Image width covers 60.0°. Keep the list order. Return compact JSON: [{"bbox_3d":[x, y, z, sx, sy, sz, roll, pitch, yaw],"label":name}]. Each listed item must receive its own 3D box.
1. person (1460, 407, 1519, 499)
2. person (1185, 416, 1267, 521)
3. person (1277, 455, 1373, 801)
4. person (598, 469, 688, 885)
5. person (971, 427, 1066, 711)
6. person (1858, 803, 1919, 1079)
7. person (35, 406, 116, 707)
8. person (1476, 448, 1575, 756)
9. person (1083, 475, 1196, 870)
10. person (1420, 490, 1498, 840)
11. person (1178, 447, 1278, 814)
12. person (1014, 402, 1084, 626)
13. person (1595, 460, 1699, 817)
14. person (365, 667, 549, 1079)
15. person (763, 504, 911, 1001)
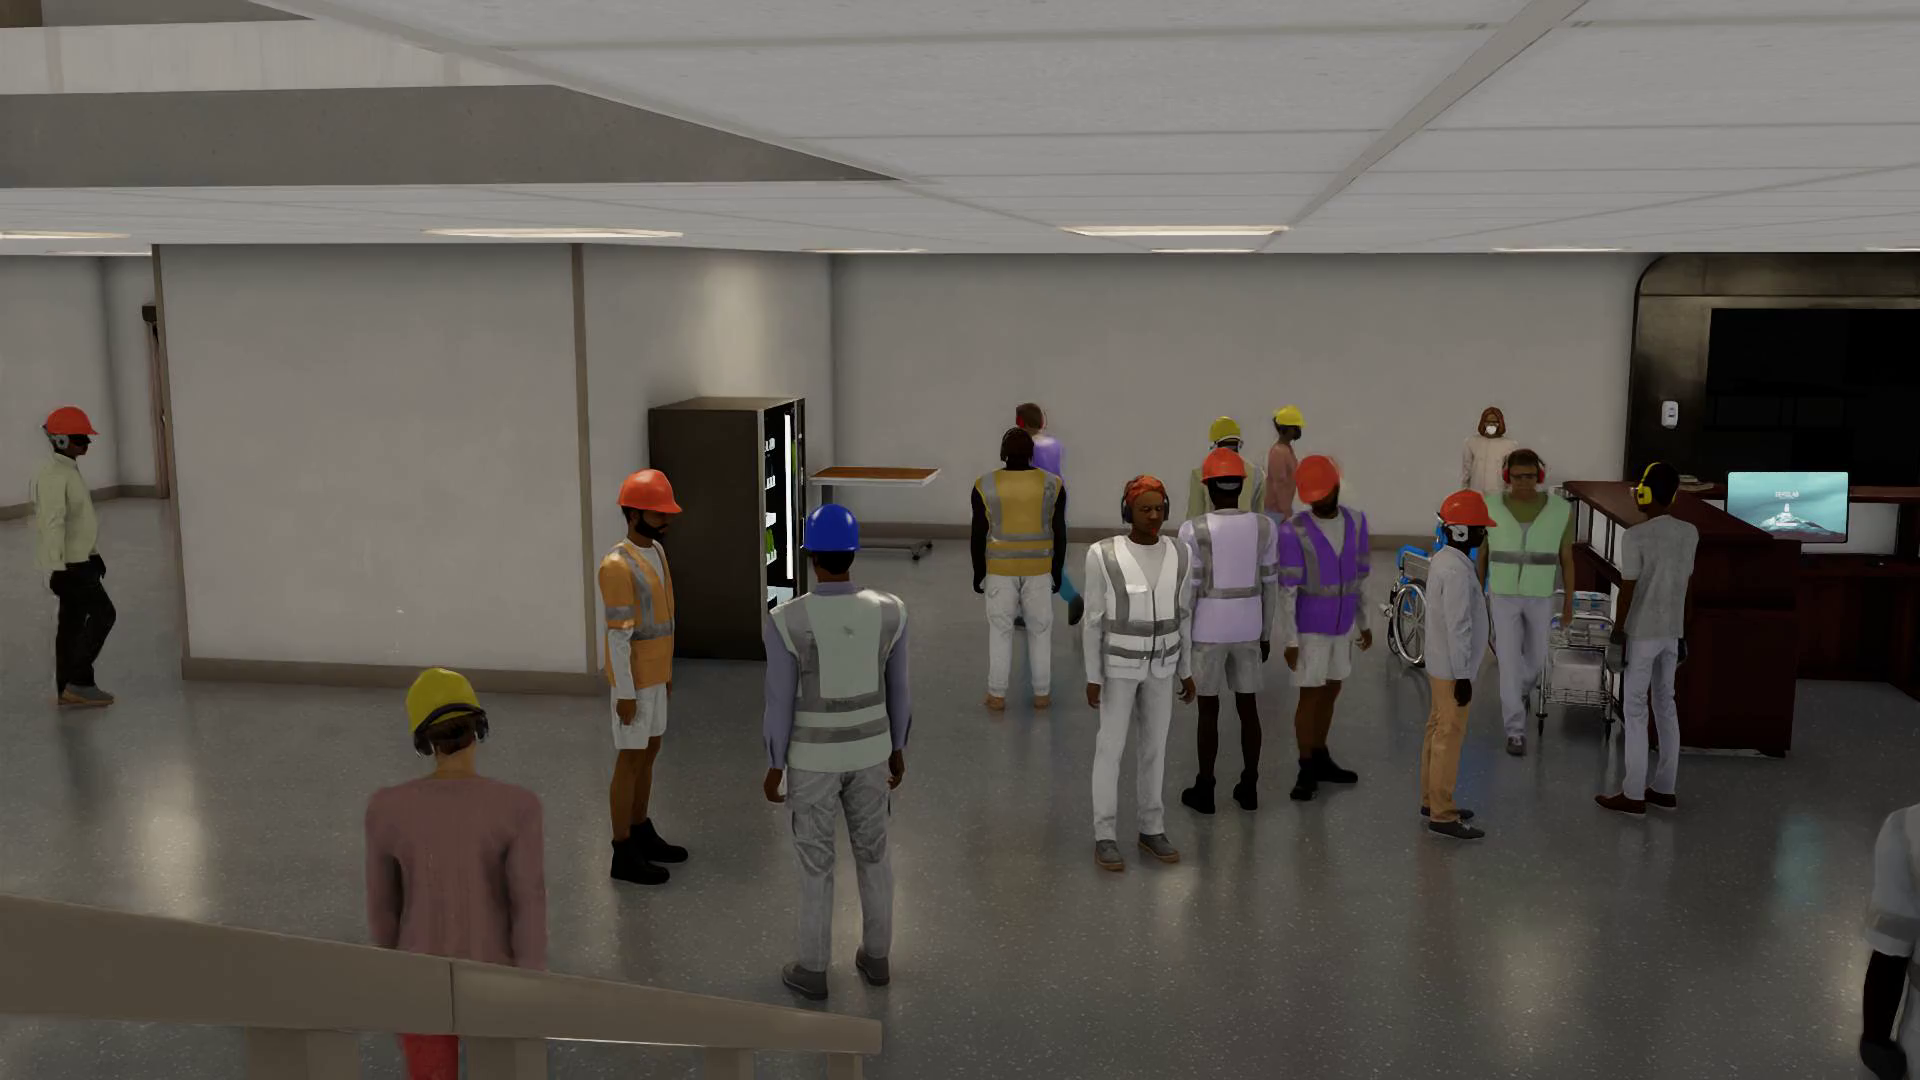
[{"bbox_3d":[4.796,-0.399,15.102,0.504,1.627,0.285,5,10,28],"label":"person"},{"bbox_3d":[1.862,0.041,11.769,0.596,1.824,0.403,-3,10,-18],"label":"person"},{"bbox_3d":[1.965,0.462,8.991,0.644,1.887,0.471,-4,10,-26],"label":"person"},{"bbox_3d":[-1.463,0.627,7.799,0.377,1.932,0.552,2,9,9],"label":"person"},{"bbox_3d":[0.374,0.192,10.769,0.625,1.846,0.429,-1,9,-6],"label":"person"},{"bbox_3d":[2.430,1.254,3.883,0.608,1.955,0.385,6,11,32],"label":"person"},{"bbox_3d":[-5.725,0.117,10.837,0.516,1.977,0.616,-4,10,-23],"label":"person"},{"bbox_3d":[3.382,0.329,10.035,0.602,1.811,0.835,2,9,13],"label":"person"},{"bbox_3d":[0.858,0.627,7.959,0.572,1.883,0.354,-3,10,-20],"label":"person"},{"bbox_3d":[2.516,0.617,8.417,0.324,1.752,0.562,1,9,8],"label":"person"},{"bbox_3d":[1.381,0.478,8.746,0.543,1.928,0.373,-2,9,-11],"label":"person"},{"bbox_3d":[0.643,-0.176,13.119,0.619,1.814,0.585,8,12,40],"label":"person"},{"bbox_3d":[3.611,0.515,8.720,0.505,1.864,0.336,-4,10,-24],"label":"person"},{"bbox_3d":[-1.412,1.233,4.707,0.542,1.722,0.760,0,9,-2],"label":"person"},{"bbox_3d":[-0.484,0.827,6.526,0.614,1.947,0.389,-5,10,-27],"label":"person"}]
